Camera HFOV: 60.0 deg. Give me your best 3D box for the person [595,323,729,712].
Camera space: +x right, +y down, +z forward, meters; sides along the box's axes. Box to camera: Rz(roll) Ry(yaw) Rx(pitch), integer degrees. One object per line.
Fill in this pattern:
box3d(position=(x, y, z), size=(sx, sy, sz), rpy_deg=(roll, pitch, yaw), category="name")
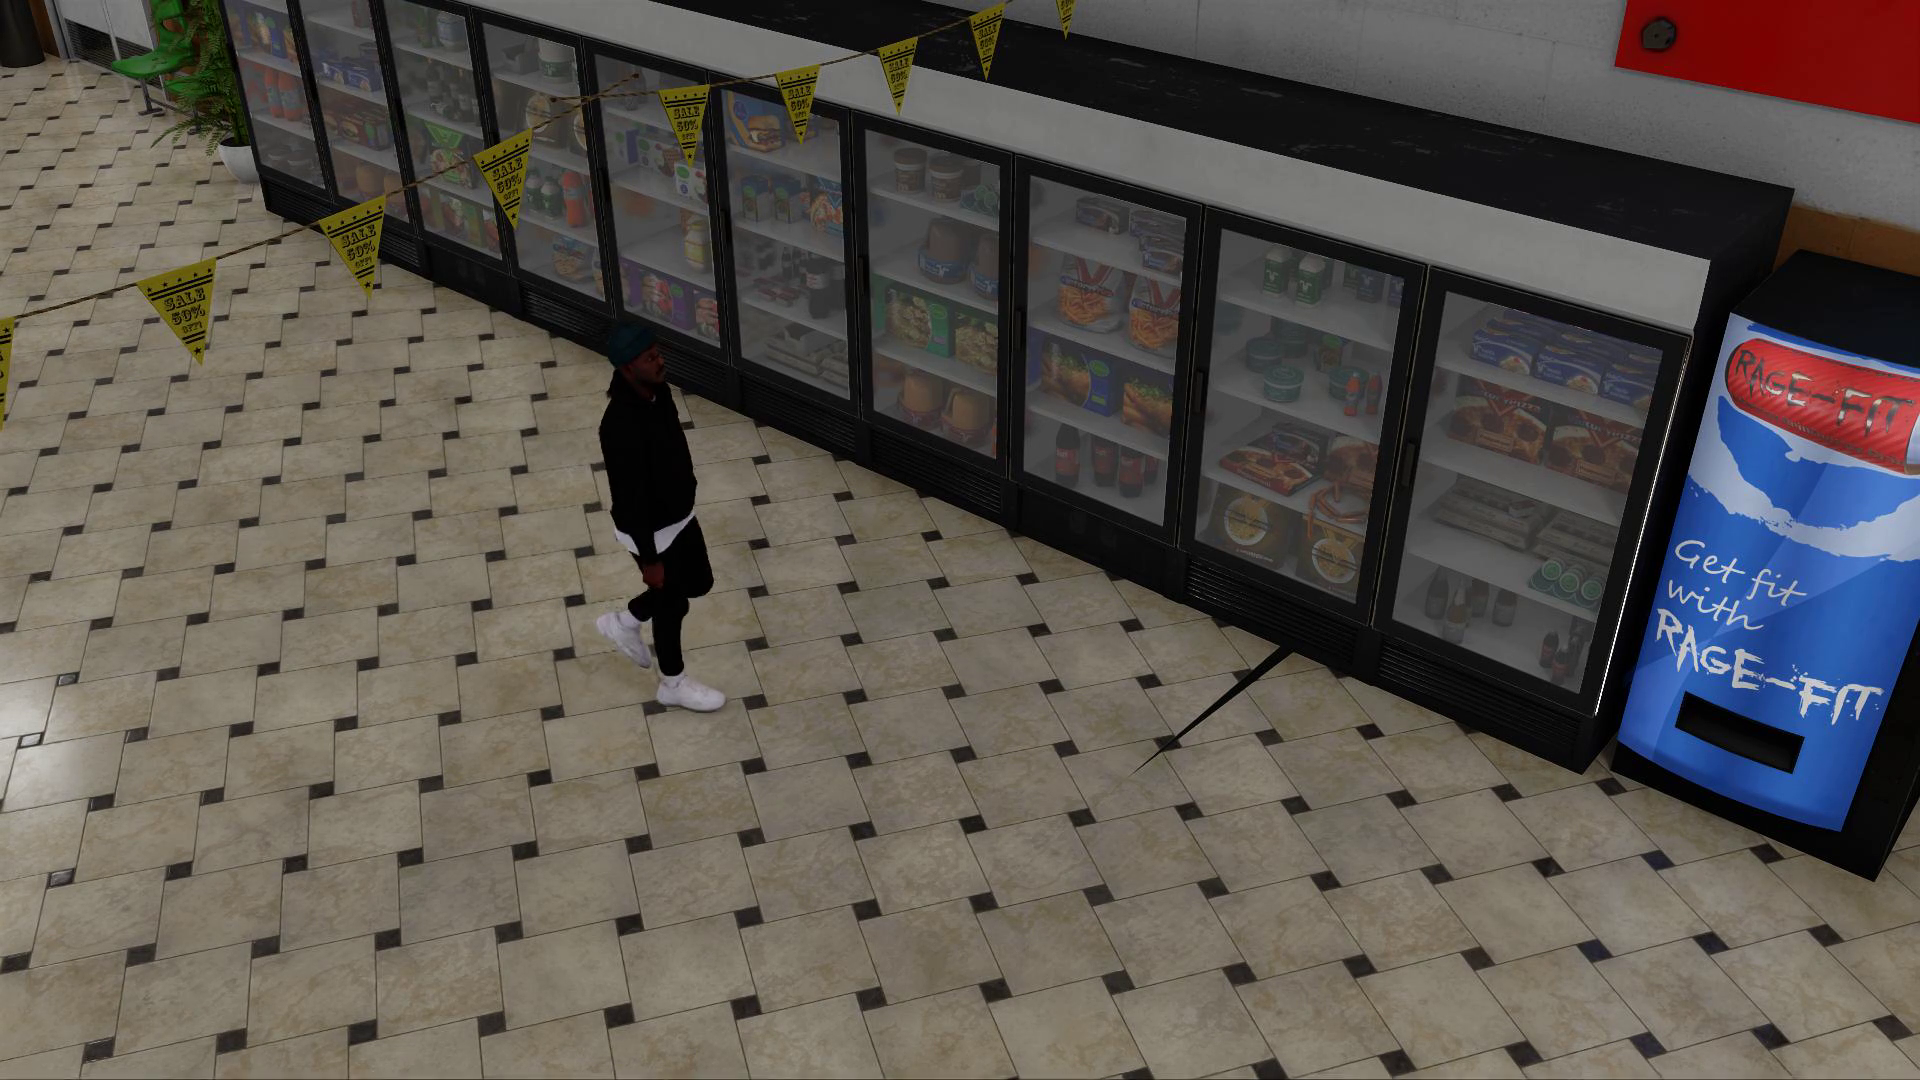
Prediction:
box3d(position=(-1.334, -0.072, 6.924), size=(0.939, 1.805, 0.934), rpy_deg=(8, 33, 12), category="person")
